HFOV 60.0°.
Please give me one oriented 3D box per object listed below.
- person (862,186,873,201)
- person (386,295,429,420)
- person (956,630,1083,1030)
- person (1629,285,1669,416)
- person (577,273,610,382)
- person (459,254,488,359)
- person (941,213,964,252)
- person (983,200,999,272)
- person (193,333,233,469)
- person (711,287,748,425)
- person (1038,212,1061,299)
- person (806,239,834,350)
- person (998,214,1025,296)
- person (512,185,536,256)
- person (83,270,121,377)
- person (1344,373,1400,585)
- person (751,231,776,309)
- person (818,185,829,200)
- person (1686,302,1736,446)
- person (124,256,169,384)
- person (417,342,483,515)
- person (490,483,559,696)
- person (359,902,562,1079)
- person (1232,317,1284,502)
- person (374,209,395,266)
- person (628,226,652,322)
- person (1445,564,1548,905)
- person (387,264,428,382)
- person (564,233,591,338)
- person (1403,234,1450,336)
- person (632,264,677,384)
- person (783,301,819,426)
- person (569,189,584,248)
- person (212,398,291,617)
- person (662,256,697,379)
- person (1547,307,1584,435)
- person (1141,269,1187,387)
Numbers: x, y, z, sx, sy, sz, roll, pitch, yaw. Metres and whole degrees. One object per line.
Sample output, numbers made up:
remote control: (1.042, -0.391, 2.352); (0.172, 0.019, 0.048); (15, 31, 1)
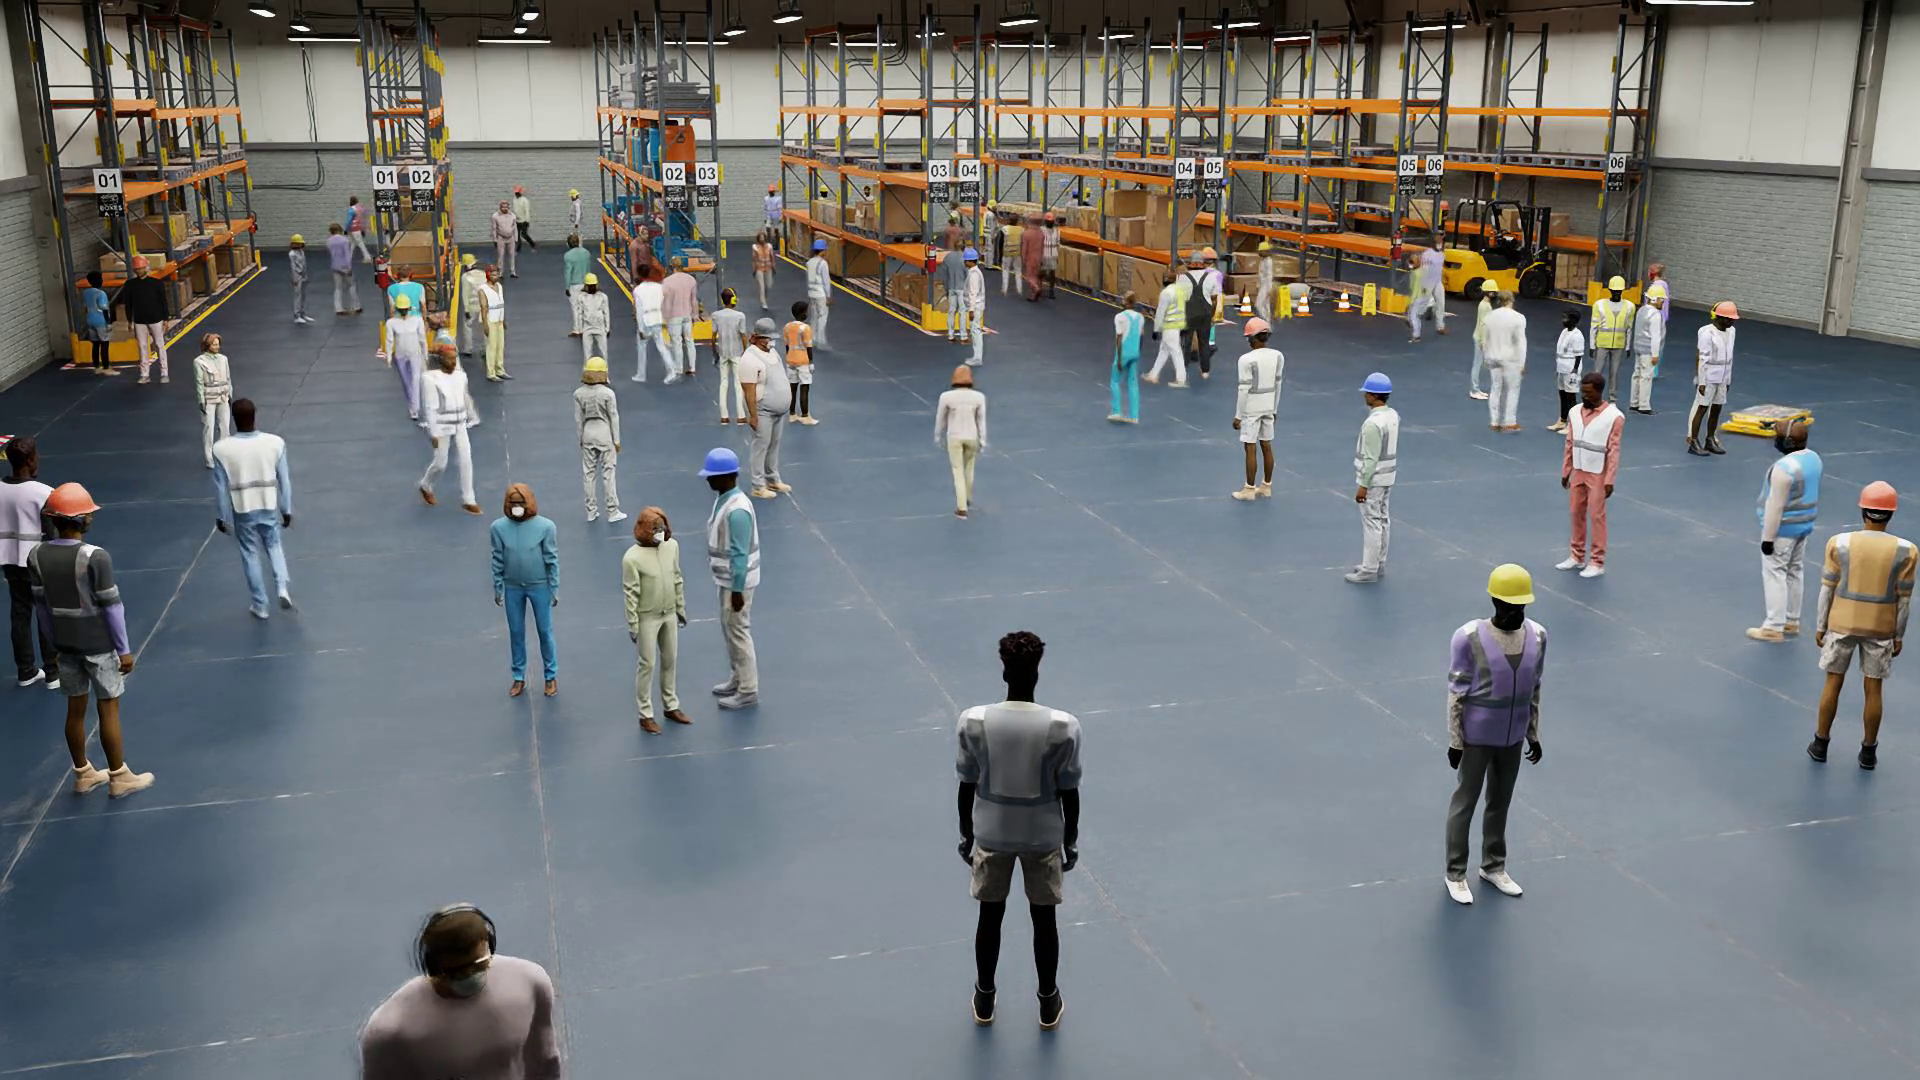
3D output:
person: (-2.707, -9.540, 49.194); (0.509, 1.861, 0.325); (9, 18, 32)
person: (-7.717, -2.580, 23.258); (0.556, 1.722, 0.868); (-4, 15, -13)
person: (0.279, 1.380, 7.912); (0.603, 1.957, 0.386); (2, 15, 8)
person: (9.674, -2.661, 23.359); (0.404, 1.828, 0.591); (0, 15, -1)
person: (-5.683, -3.272, 25.843); (0.496, 1.735, 0.326); (-3, 15, -12)
person: (-8.306, -3.969, 28.315); (0.720, 1.806, 0.630); (11, 18, 35)
person: (-0.193, -6.794, 39.068); (0.520, 1.742, 0.553); (-5, 16, -19)
person: (0.792, -7.840, 42.845); (0.404, 1.829, 0.591); (-4, 15, -15)
person: (-8.961, -1.669, 20.006); (0.313, 1.634, 0.514); (6, 16, 21)
person: (-3.133, -2.500, 22.685); (0.514, 1.865, 0.327); (3, 15, 11)
person: (1.966, -6.348, 37.044); (0.558, 1.926, 0.627); (-5, 16, -16)
person: (-2.479, -4.350, 29.489); (0.409, 1.943, 0.614); (-11, 18, -35)
person: (1.187, -6.431, 37.582); (0.654, 1.819, 0.430); (-4, 15, -15)
person: (-12.448, -9.059, 47.134); (0.638, 1.980, 0.649); (10, 18, 34)
person: (-13.774, -3.462, 26.625); (0.539, 1.695, 0.318); (9, 18, 31)
person: (3.795, -0.563, 15.232); (0.386, 1.948, 0.601); (9, 17, 30)
person: (-4.192, -5.737, 35.306); (0.530, 1.623, 0.549); (-9, 17, -29)
person: (-3.935, -9.250, 47.958); (0.359, 1.930, 0.587); (-3, 15, -11)
person: (9.645, -2.127, 21.301); (0.505, 1.861, 0.325); (-2, 15, -8)
person: (-12.668, -3.428, 25.925); (0.622, 1.992, 0.396); (-2, 15, -9)
person: (-5.530, -1.204, 17.847); (0.827, 1.858, 0.573); (11, 18, 36)
person: (-3.218, 0.366, 12.355); (0.500, 1.627, 0.278); (0, 15, 0)
person: (-1.606, 2.048, 5.465); (0.657, 1.925, 0.389); (-13, 20, -40)
person: (3.257, -1.431, 18.337); (0.604, 2.034, 0.386); (-9, 18, -32)
person: (-15.369, -8.240, 44.380); (0.648, 1.814, 0.596); (4, 15, 14)
person: (-6.311, -5.287, 33.122); (0.401, 1.896, 0.650); (5, 16, 18)
person: (2.955, 1.057, 9.174); (0.585, 1.928, 0.368); (-5, 16, -17)
person: (-8.630, -3.386, 26.049); (0.563, 1.847, 0.389); (-6, 16, -20)
person: (-7.114, -4.733, 30.963); (0.364, 1.933, 0.630); (10, 18, 33)
person: (8.855, -4.830, 31.397); (0.627, 1.905, 0.937); (-11, 18, -35)
person: (-4.784, -3.358, 25.923); (0.952, 1.881, 0.609); (13, 20, 40)
person: (-2.175, -2.404, 22.647); (0.530, 1.693, 0.321); (14, 20, 42)
person: (-11.018, -9.156, 47.810); (0.403, 1.822, 0.588); (-3, 15, -10)
person: (-6.037, -0.267, 14.203); (0.598, 1.908, 0.439); (-11, 18, -36)
person: (-4.455, -3.535, 26.433); (0.354, 1.937, 0.635); (14, 21, 43)
person: (8.045, -2.237, 22.013); (0.318, 1.695, 0.539); (-1, 15, -3)
person: (3.164, -3.282, 25.752); (0.922, 1.783, 0.760); (9, 17, 31)
